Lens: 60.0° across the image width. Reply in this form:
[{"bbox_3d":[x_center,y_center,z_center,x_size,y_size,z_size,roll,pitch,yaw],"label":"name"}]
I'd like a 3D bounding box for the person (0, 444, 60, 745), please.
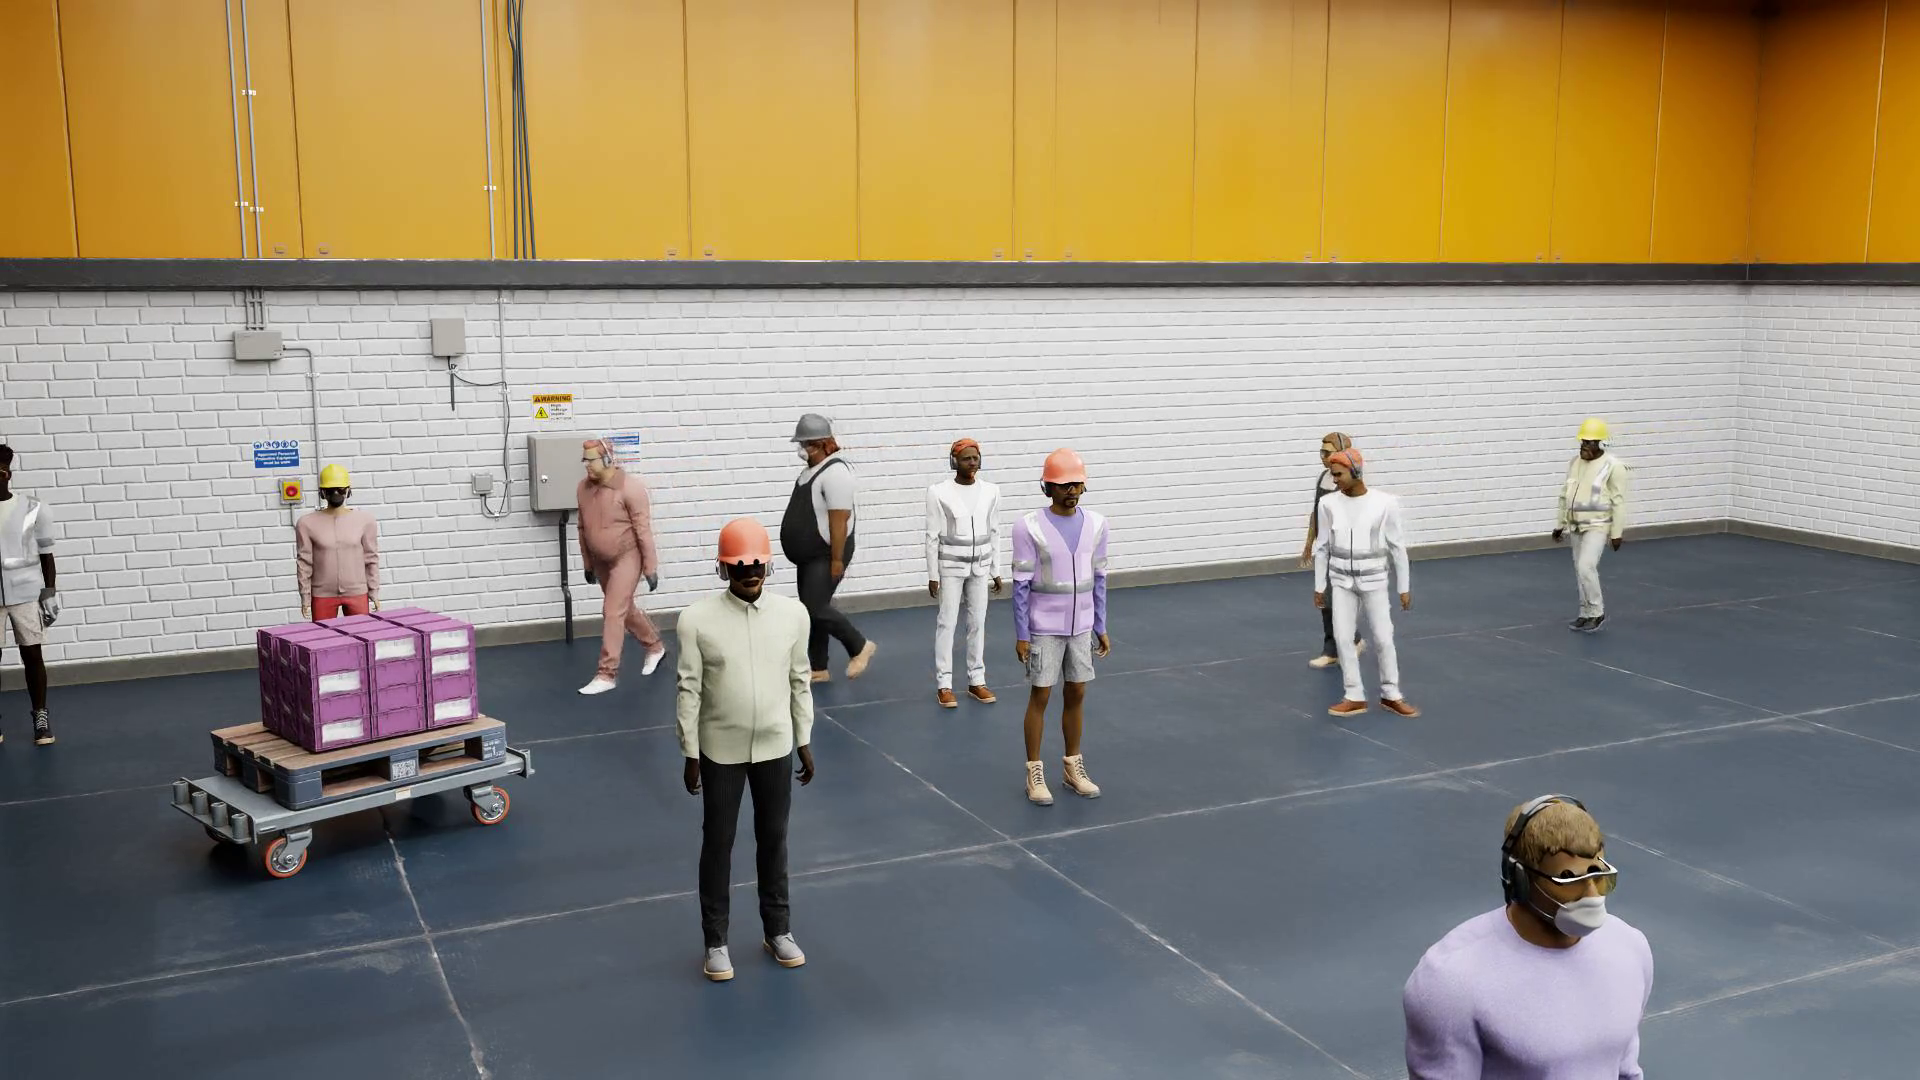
[{"bbox_3d":[-6.088,0.353,10.610,0.607,1.966,0.367,-4,10,-25],"label":"person"}]

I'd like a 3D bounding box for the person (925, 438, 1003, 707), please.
[{"bbox_3d":[0.032,0.225,11.661,0.574,1.884,0.356,-4,10,-25],"label":"person"}]

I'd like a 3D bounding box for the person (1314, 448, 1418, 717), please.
[{"bbox_3d":[2.793,0.295,11.338,0.724,1.857,0.466,5,11,31],"label":"person"}]

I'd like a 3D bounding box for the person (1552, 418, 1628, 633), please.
[{"bbox_3d":[5.266,-0.117,13.982,0.464,1.813,0.608,-4,10,-21],"label":"person"}]

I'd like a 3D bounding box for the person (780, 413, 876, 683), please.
[{"bbox_3d":[-1.014,0.071,12.128,0.602,2.000,0.702,-4,10,-22],"label":"person"}]

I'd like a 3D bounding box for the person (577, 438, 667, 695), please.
[{"bbox_3d":[-2.479,0.149,12.243,0.666,1.858,0.927,7,11,37],"label":"person"}]

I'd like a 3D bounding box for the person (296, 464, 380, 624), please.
[{"bbox_3d":[-4.143,0.369,11.118,0.525,1.772,0.309,-4,10,-25],"label":"person"}]

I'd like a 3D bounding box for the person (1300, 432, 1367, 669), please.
[{"bbox_3d":[2.818,0.087,12.676,0.395,1.830,0.519,-3,10,-18],"label":"person"}]

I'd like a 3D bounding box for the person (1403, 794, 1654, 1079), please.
[{"bbox_3d":[1.248,1.490,3.645,0.630,1.940,0.372,-4,10,-25],"label":"person"}]

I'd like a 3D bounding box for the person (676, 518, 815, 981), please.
[{"bbox_3d":[-0.918,0.889,7.195,0.612,1.995,0.382,-4,10,-25],"label":"person"}]

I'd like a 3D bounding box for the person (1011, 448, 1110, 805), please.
[{"bbox_3d":[0.592,0.490,9.523,0.607,2.044,0.379,-4,10,-25],"label":"person"}]
